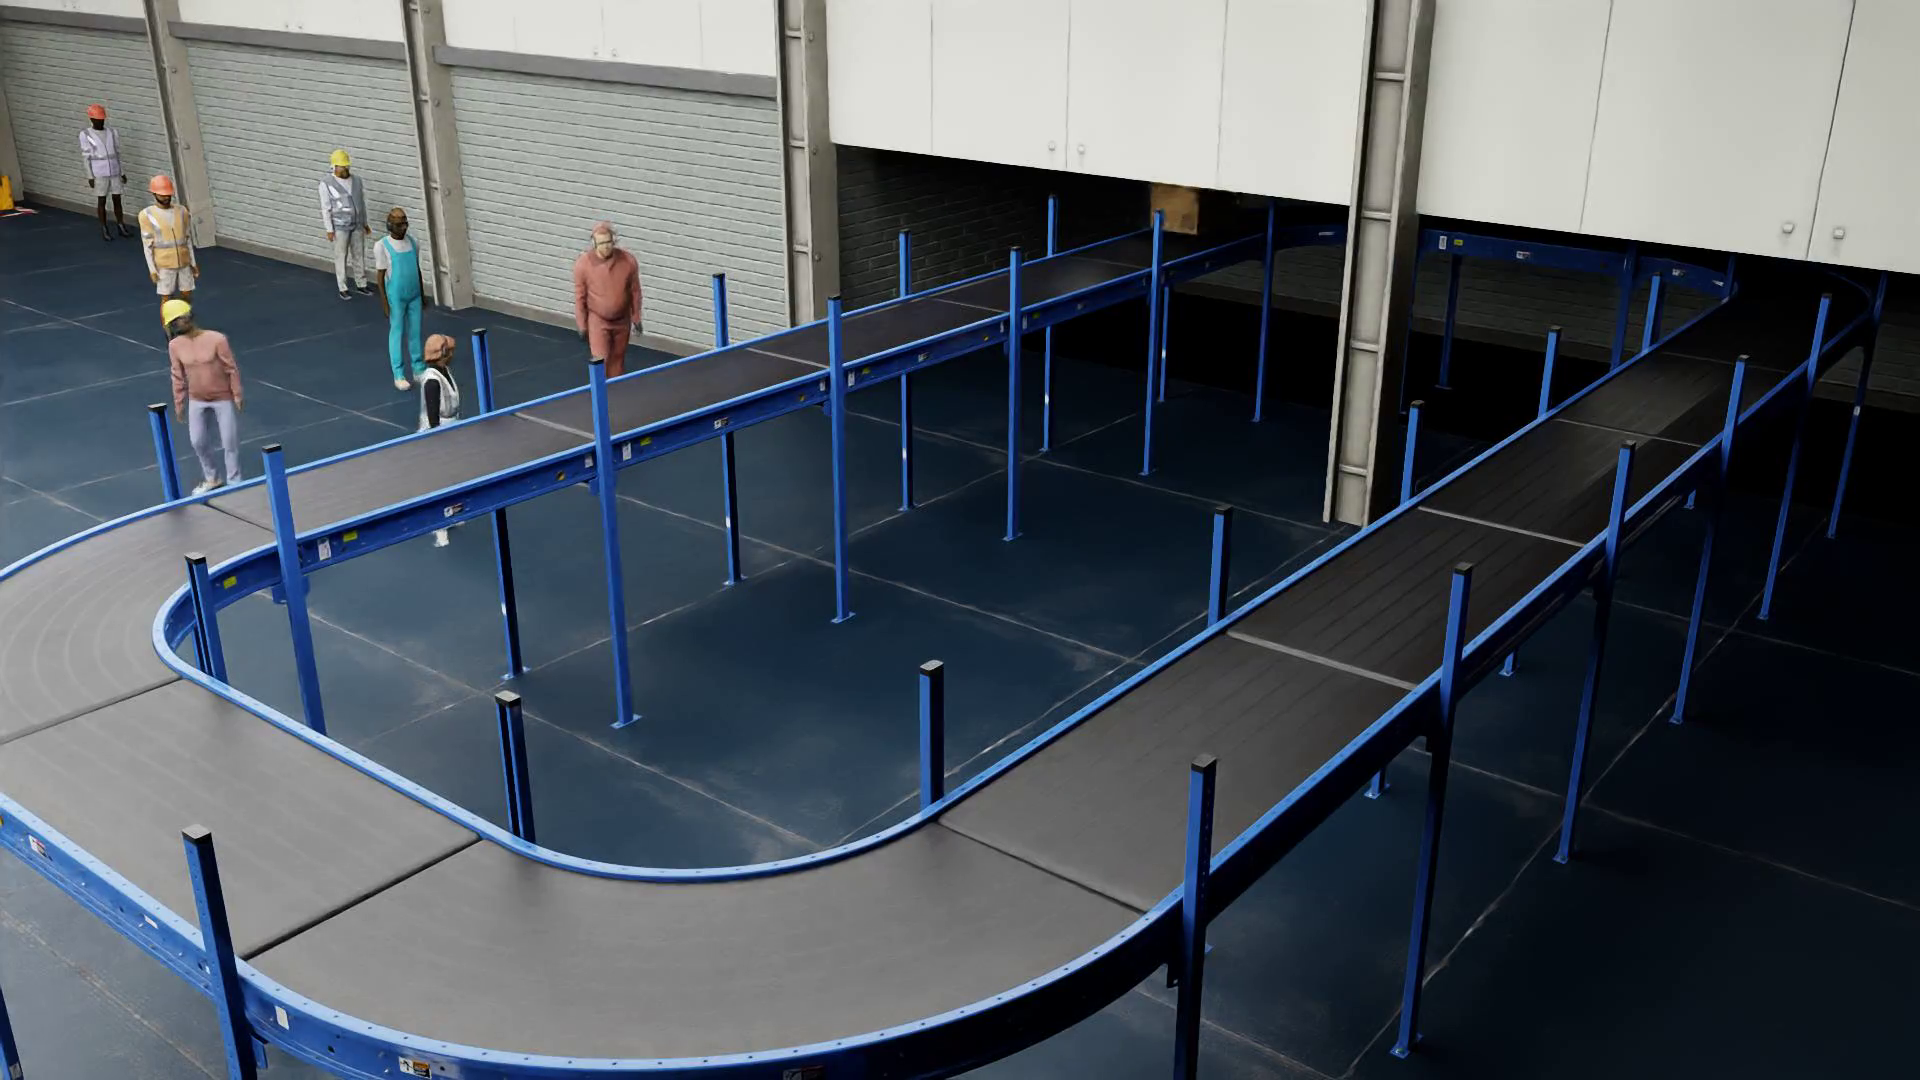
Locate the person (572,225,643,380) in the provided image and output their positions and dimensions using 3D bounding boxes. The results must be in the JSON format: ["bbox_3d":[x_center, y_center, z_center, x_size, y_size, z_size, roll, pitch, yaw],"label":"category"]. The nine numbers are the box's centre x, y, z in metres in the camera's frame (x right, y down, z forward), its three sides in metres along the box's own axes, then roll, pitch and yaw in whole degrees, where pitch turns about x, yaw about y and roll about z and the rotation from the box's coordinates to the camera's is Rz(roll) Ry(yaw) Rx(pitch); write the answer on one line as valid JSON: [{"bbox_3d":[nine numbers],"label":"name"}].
[{"bbox_3d":[-3.373,-2.110,16.020,0.656,1.871,0.659,-13,25,-30],"label":"person"}]

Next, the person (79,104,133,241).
[{"bbox_3d":[-12.336,-5.314,24.050,0.377,1.932,0.552,16,27,35],"label":"person"}]

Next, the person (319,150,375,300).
[{"bbox_3d":[-7.594,-3.918,20.642,0.403,1.830,0.601,16,27,35],"label":"person"}]

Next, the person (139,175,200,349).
[{"bbox_3d":[-8.634,-3.037,18.267,0.377,1.932,0.552,16,27,35],"label":"person"}]

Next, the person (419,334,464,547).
[{"bbox_3d":[-4.059,-0.785,12.992,0.323,1.612,0.651,0,21,-1],"label":"person"}]

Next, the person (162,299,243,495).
[{"bbox_3d":[-6.225,-1.156,13.790,0.614,1.721,0.372,0,21,-1],"label":"person"}]

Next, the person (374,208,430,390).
[{"bbox_3d":[-5.655,-2.459,16.920,0.326,1.842,0.517,16,27,35],"label":"person"}]
